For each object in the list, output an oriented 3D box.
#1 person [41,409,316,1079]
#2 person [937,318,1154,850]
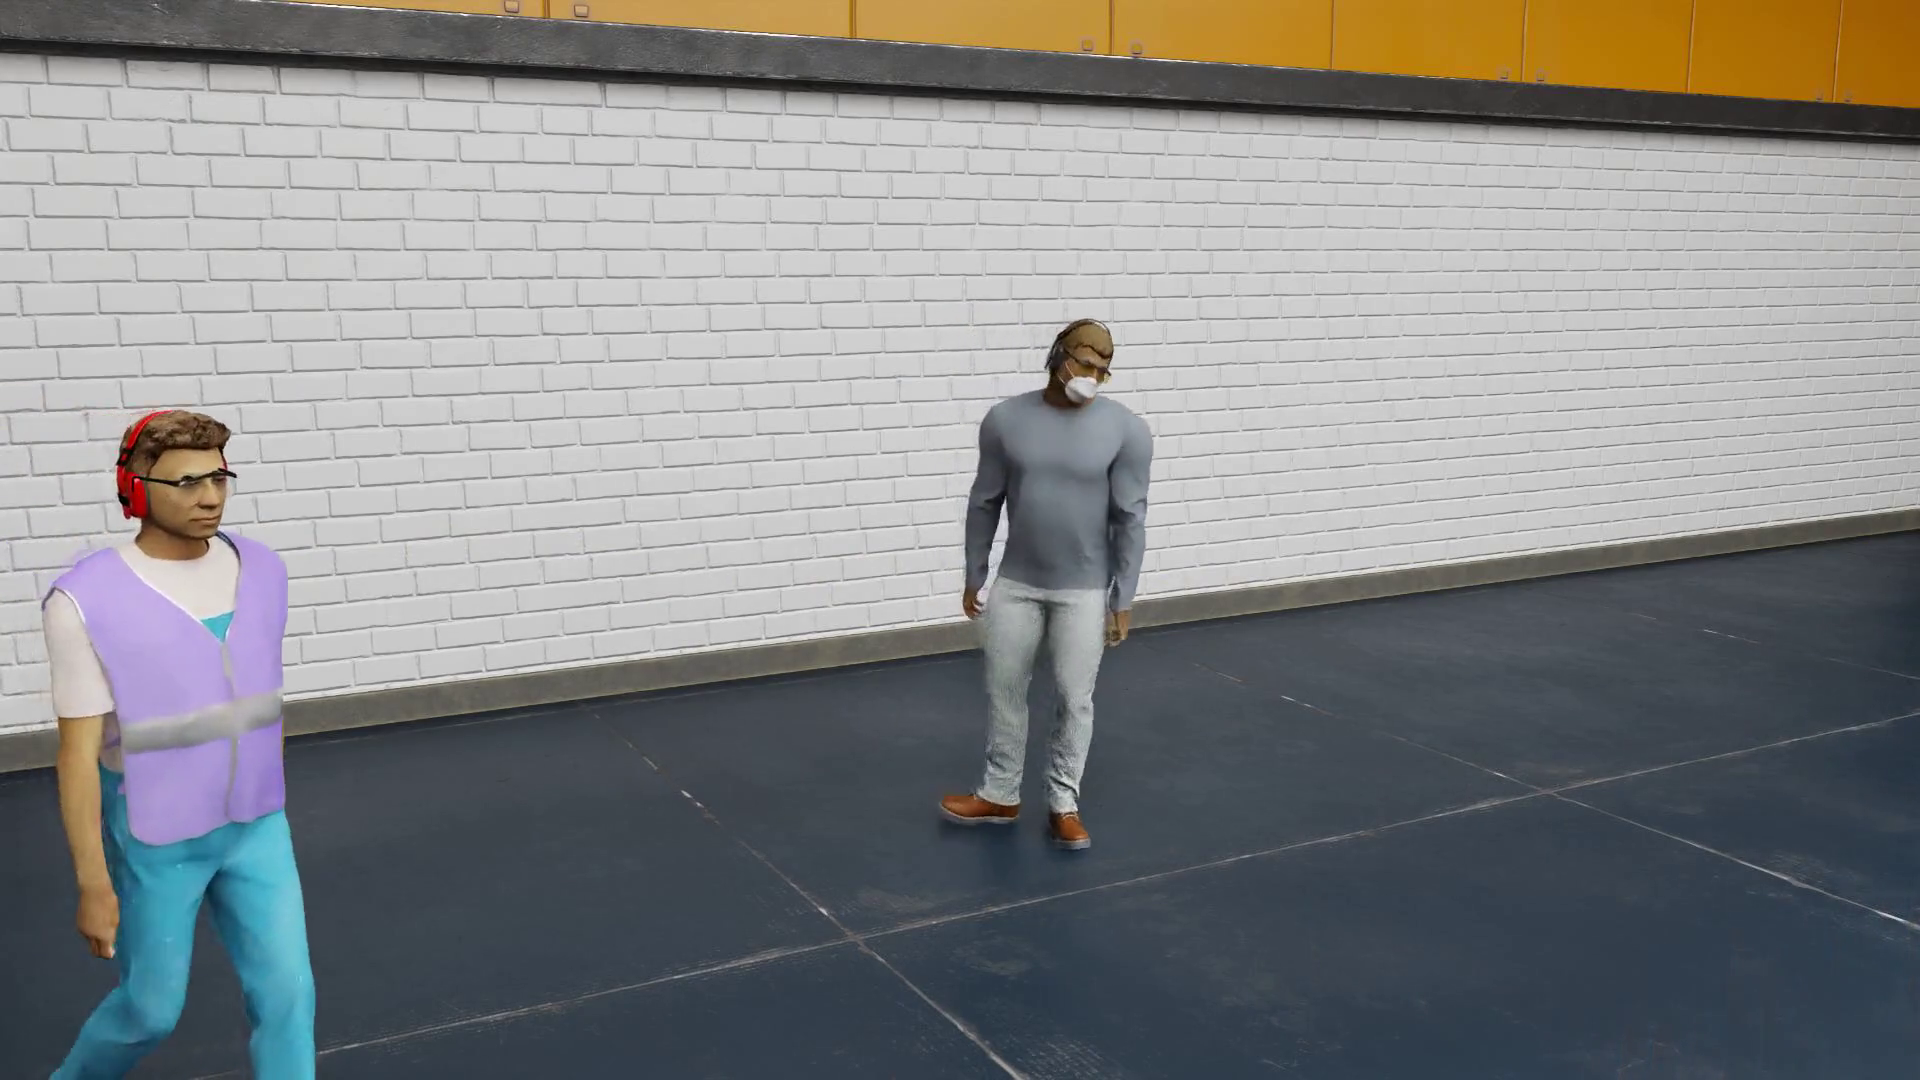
[{"bbox_3d":[-1.688,0.614,3.578,0.873,1.814,0.576,5,11,27],"label":"person"},{"bbox_3d":[0.300,0.166,5.927,0.773,1.908,0.346,4,11,20],"label":"person"}]
